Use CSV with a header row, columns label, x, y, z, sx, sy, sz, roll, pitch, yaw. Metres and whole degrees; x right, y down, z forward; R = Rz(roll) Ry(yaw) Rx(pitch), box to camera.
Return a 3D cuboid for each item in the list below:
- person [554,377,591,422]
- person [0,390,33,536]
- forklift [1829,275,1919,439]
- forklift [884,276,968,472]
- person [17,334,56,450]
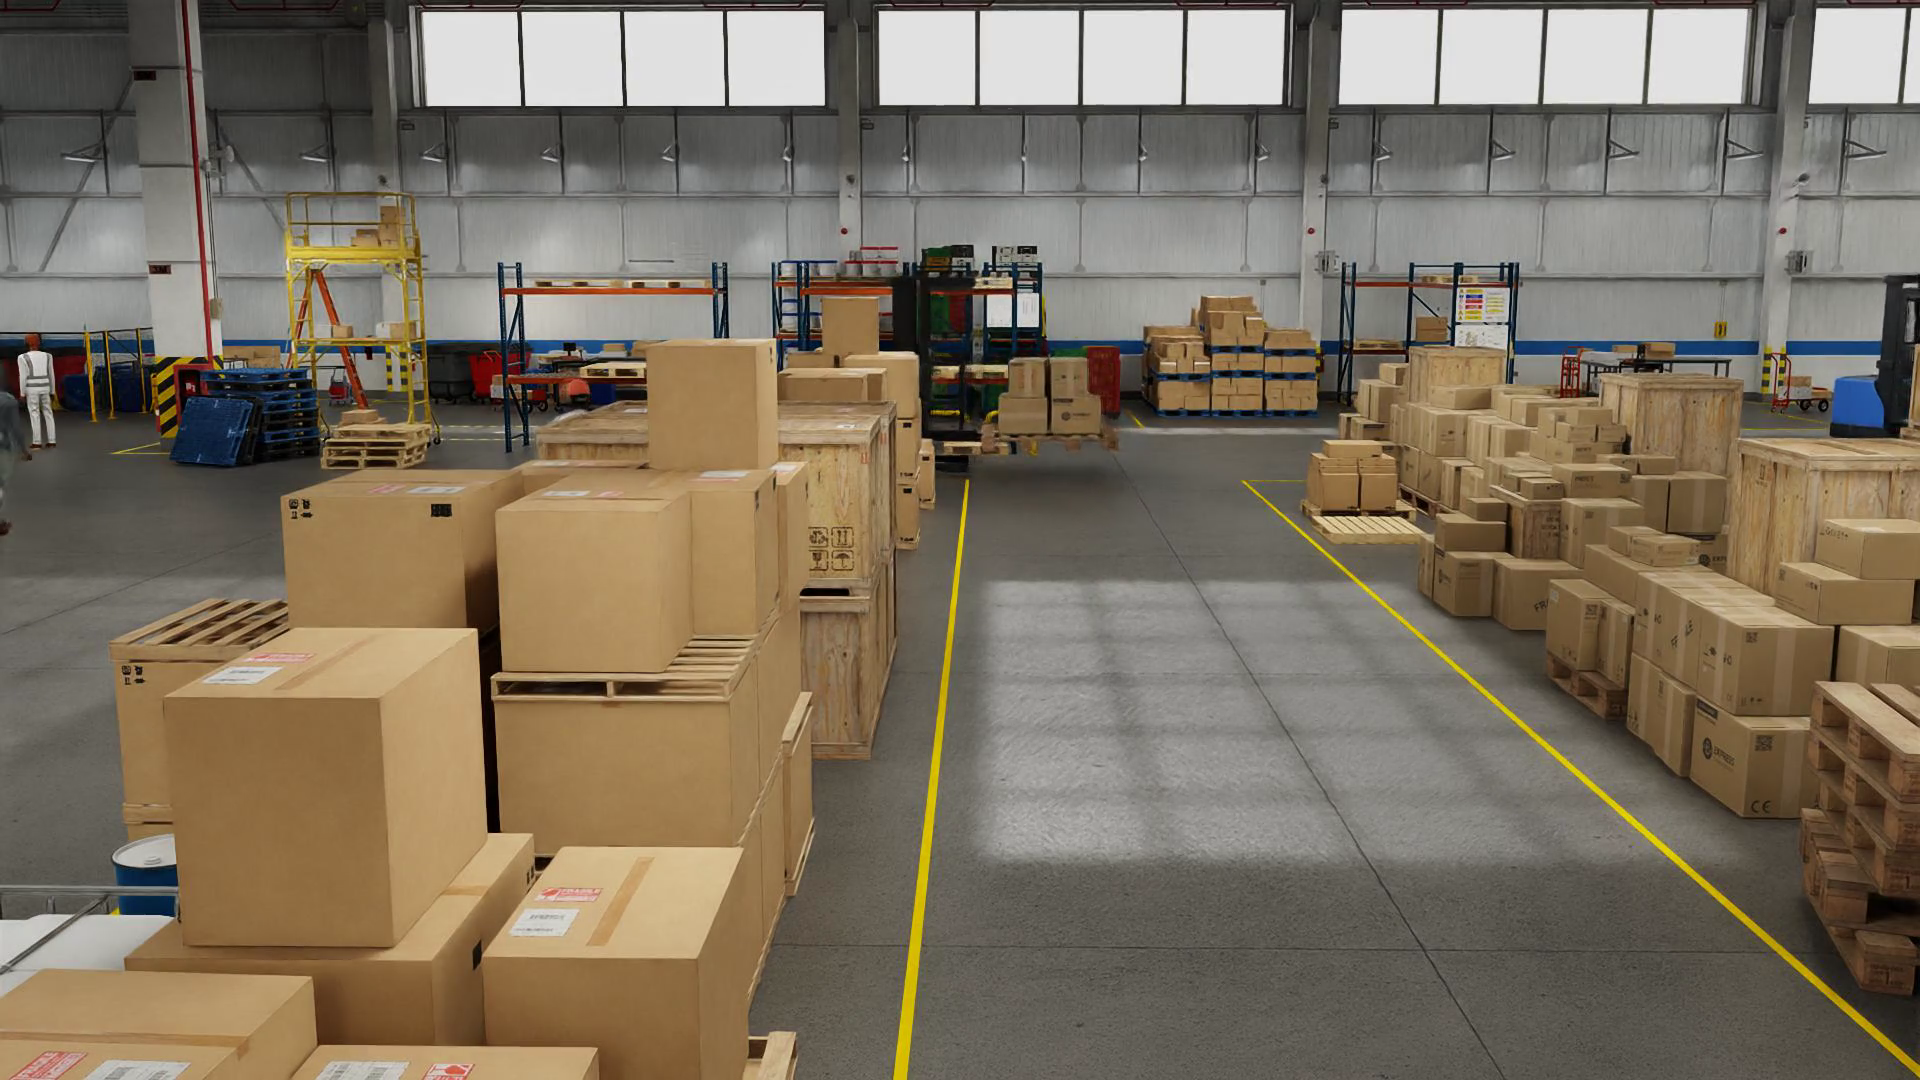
label,x,y,z,sx,sy,sz,roll,pitch,yaw
person,-3.765,-0.656,16.536,0.551,1.903,0.877,-2,10,-9
person,-10.711,-1.004,18.529,0.635,1.910,0.743,1,10,4
forklift,15.629,-2.985,27.516,1.129,2.768,1.873,-4,10,-22
forklift,-0.822,-2.420,24.132,1.873,2.768,1.129,0,9,1
person,-14.965,-2.396,26.968,0.340,1.882,0.586,5,11,29
